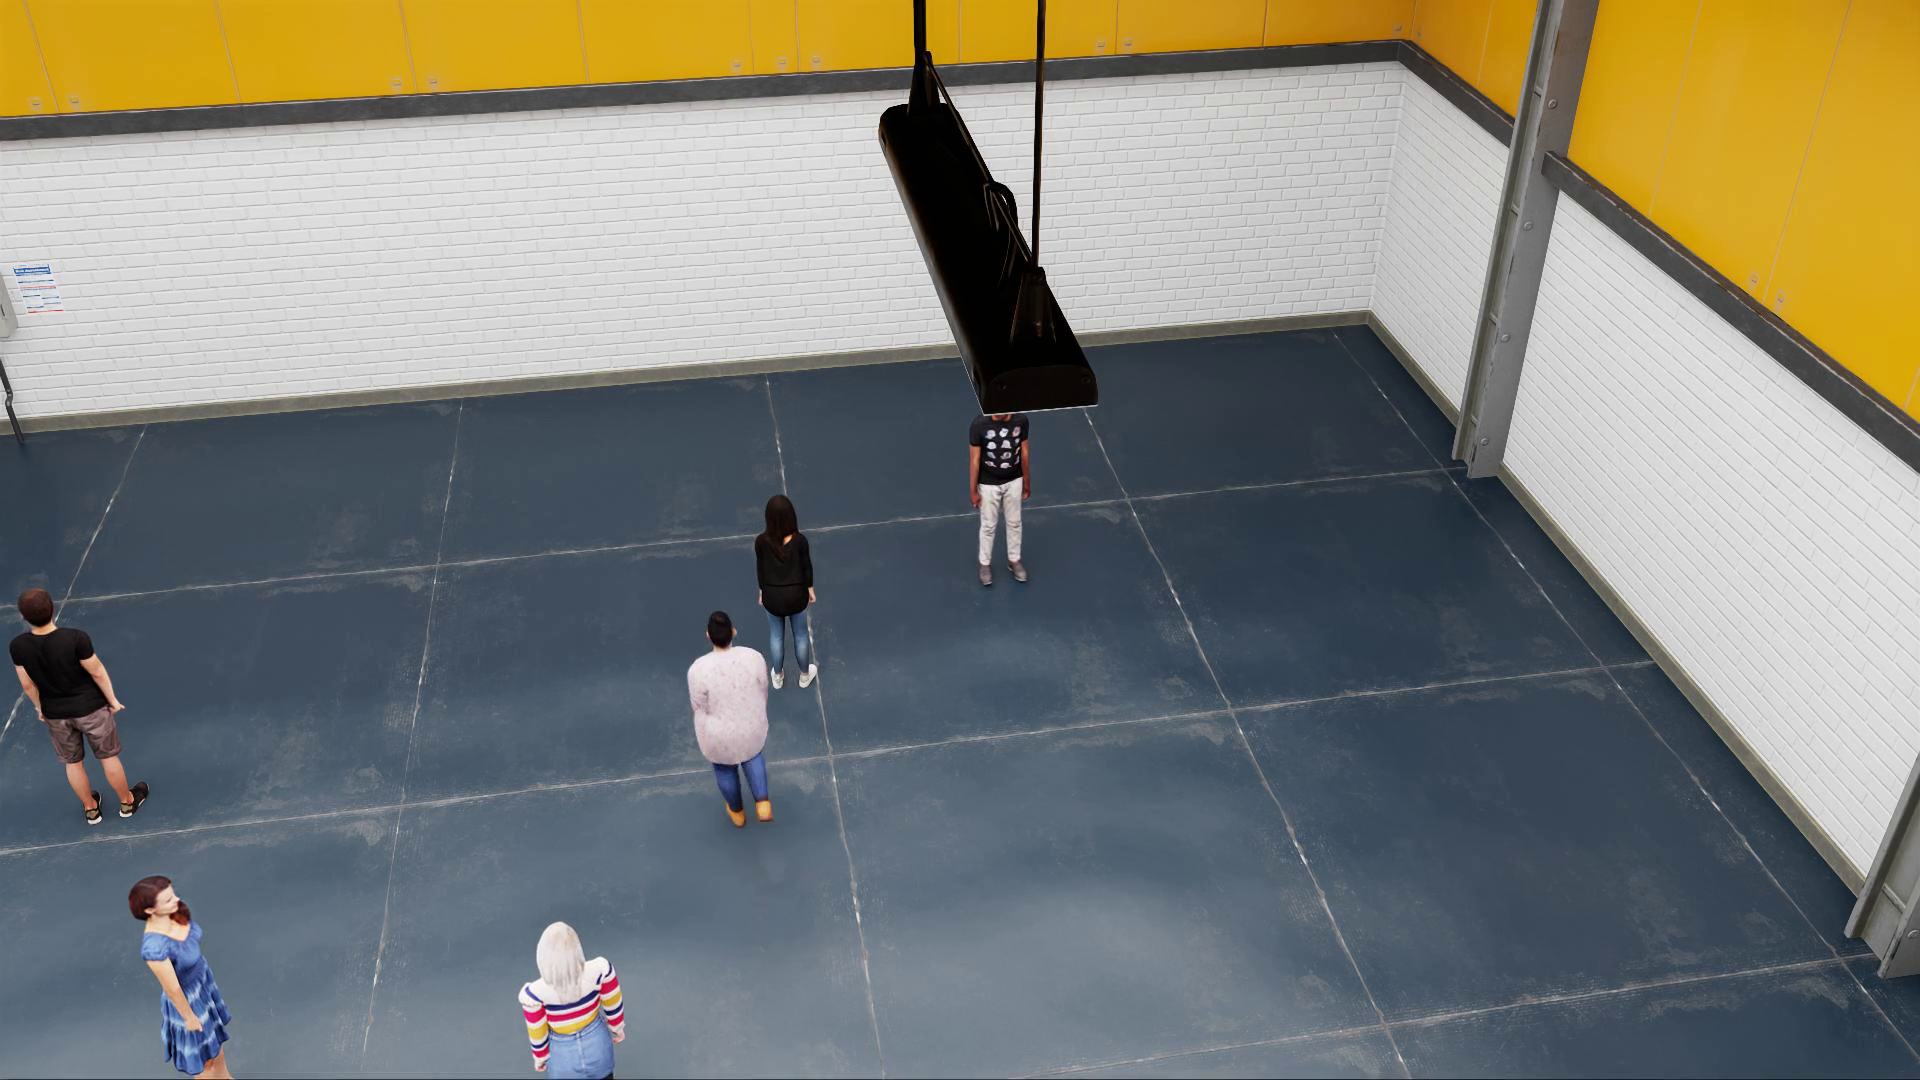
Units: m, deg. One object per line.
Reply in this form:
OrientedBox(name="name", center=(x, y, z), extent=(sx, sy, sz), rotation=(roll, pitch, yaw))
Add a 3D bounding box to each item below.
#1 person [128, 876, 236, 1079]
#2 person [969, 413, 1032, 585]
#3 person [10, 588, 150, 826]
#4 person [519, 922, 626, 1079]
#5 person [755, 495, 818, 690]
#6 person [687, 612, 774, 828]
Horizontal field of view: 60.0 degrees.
OrientedBox(name="person", center=(-4.120, 2.489, 8.954), extent=(0.754, 1.806, 0.544), rotation=(-10, 35, -15))
OrientedBox(name="person", center=(0.321, -0.477, 13.420), extent=(0.673, 1.801, 0.625), rotation=(-8, 35, -12))
OrientedBox(name="person", center=(-5.868, 1.101, 10.991), extent=(0.676, 1.862, 0.591), rotation=(-8, 34, -12))
OrientedBox(name="person", center=(-1.993, 2.660, 8.694), extent=(0.709, 1.809, 0.625), rotation=(-16, 37, -23))
OrientedBox(name="person", center=(-1.289, 0.386, 12.263), extent=(0.609, 1.646, 0.563), rotation=(0, 34, 0))
OrientedBox(name="person", center=(-1.485, 1.242, 10.898), extent=(0.755, 1.731, 0.859), rotation=(-10, 35, -15))
